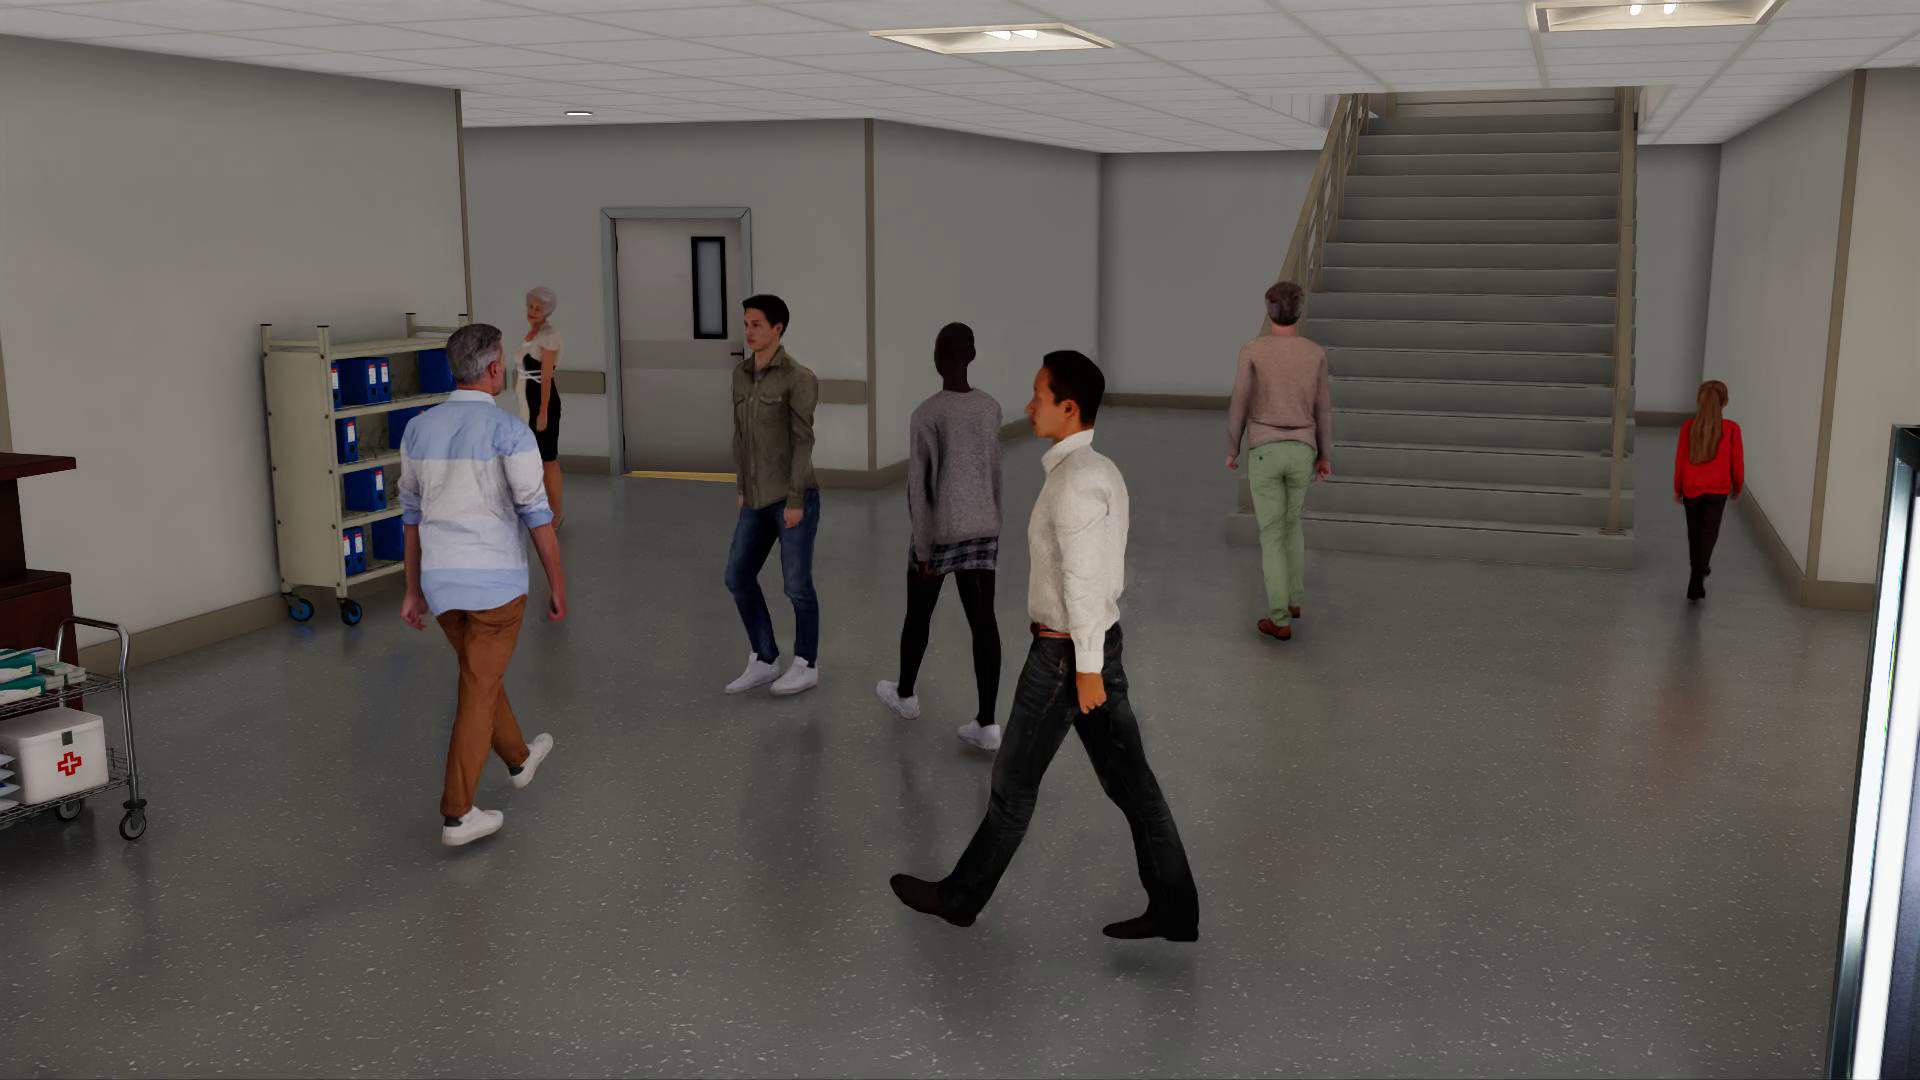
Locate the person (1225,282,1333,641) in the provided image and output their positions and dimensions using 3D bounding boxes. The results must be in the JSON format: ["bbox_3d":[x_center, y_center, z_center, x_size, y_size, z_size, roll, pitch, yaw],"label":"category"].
[{"bbox_3d":[1.694,-0.385,8.645,0.848,1.849,0.921,-2,11,-10],"label":"person"}]

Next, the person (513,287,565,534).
[{"bbox_3d":[-2.911,-0.890,11.627,0.846,1.728,0.807,-3,11,-17],"label":"person"}]

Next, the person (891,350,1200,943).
[{"bbox_3d":[0.430,0.374,4.876,0.854,1.762,1.143,2,11,12],"label":"person"}]

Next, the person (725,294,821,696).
[{"bbox_3d":[-0.768,-0.203,7.690,0.832,1.847,0.827,8,13,35],"label":"person"}]

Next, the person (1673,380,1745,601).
[{"bbox_3d":[4.300,-0.263,9.603,0.660,1.252,0.948,7,13,34],"label":"person"}]

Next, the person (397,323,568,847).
[{"bbox_3d":[-1.739,0.180,5.816,0.705,1.792,1.039,4,11,20],"label":"person"}]

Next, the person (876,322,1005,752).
[{"bbox_3d":[0.049,0.015,6.836,1.066,1.736,1.074,-6,12,-30],"label":"person"}]
